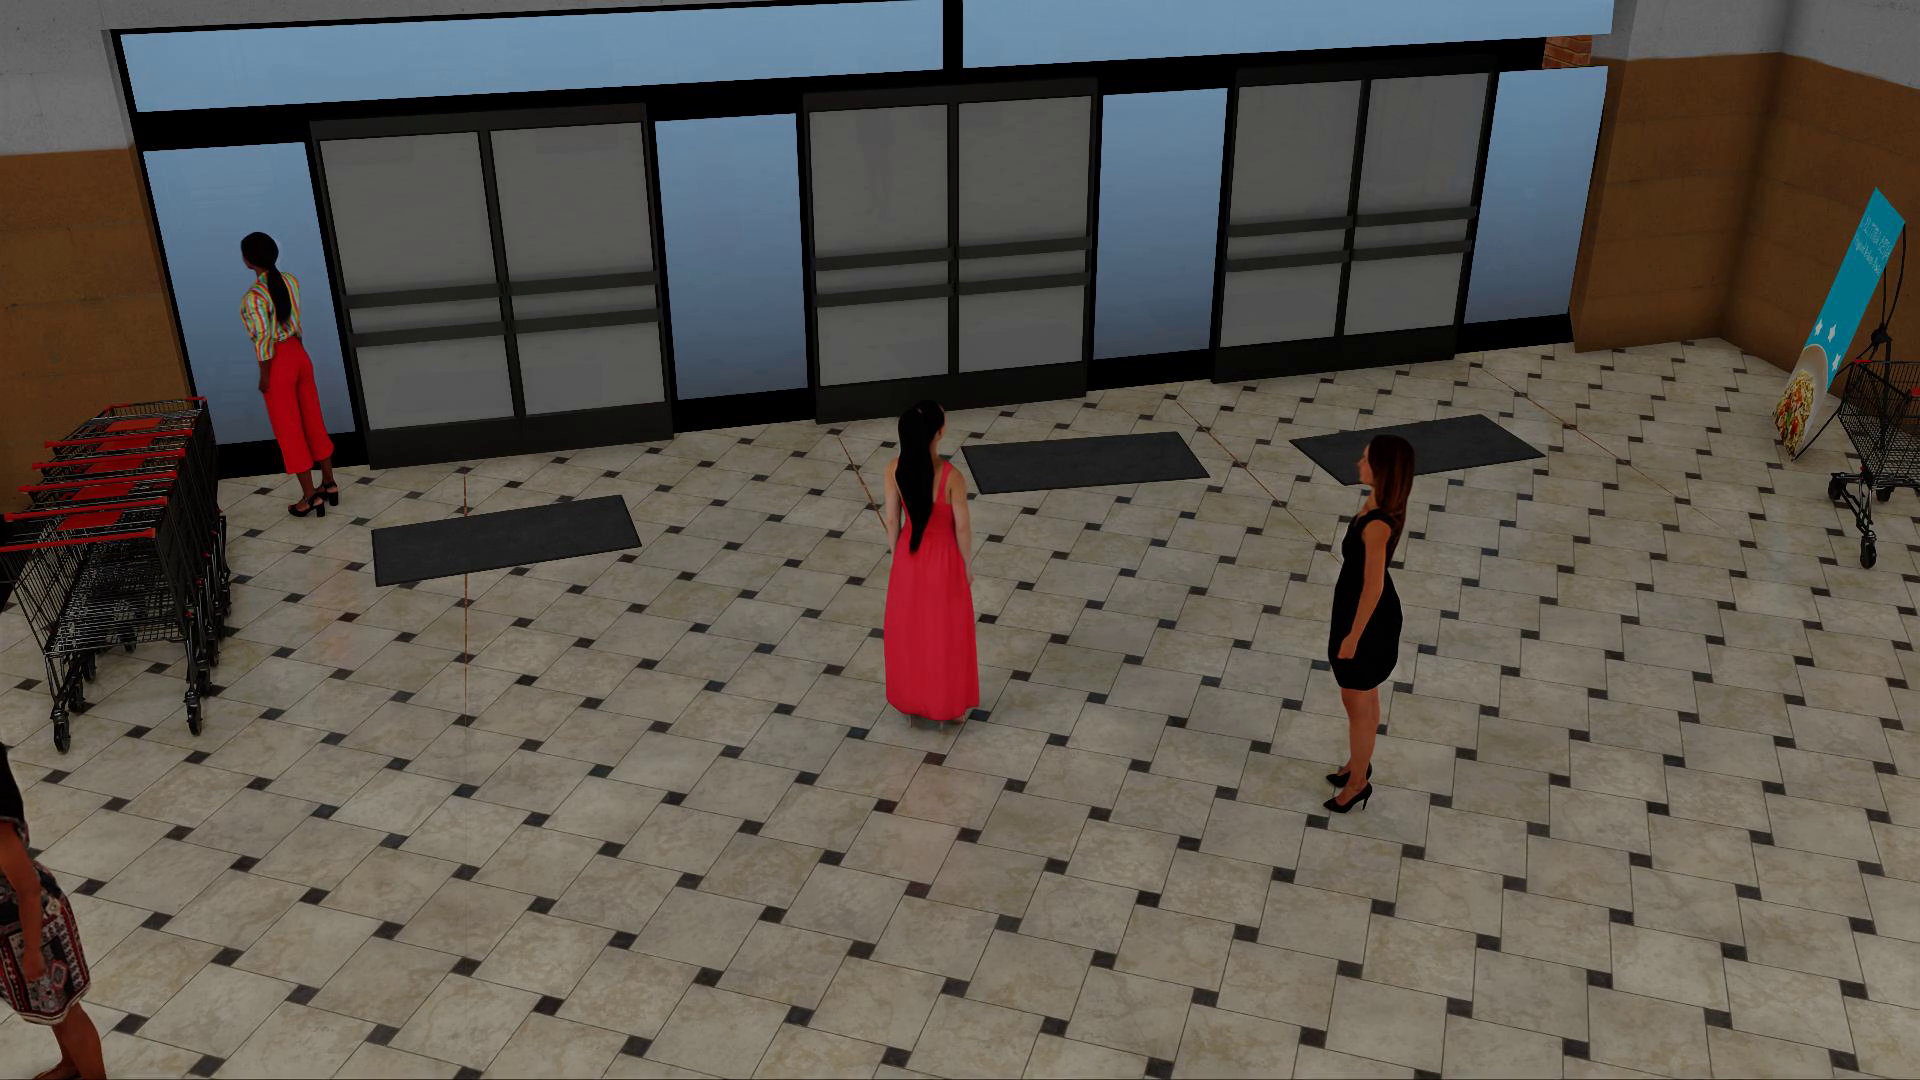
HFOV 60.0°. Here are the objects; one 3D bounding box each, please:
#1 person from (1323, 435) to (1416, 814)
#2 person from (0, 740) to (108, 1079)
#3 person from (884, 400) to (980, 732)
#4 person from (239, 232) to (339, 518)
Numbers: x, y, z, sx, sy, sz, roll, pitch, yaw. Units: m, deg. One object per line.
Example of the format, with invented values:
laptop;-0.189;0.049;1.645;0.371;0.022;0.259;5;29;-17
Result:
person;1.783;0.388;7.314;0.730;1.834;0.635;9;28;17
person;-3.211;1.309;5.707;0.786;1.645;0.636;-22;34;-36
person;-0.148;0.136;7.928;0.715;1.727;0.752;10;29;19
person;-4.085;-0.993;10.084;0.745;1.792;0.641;8;28;15
